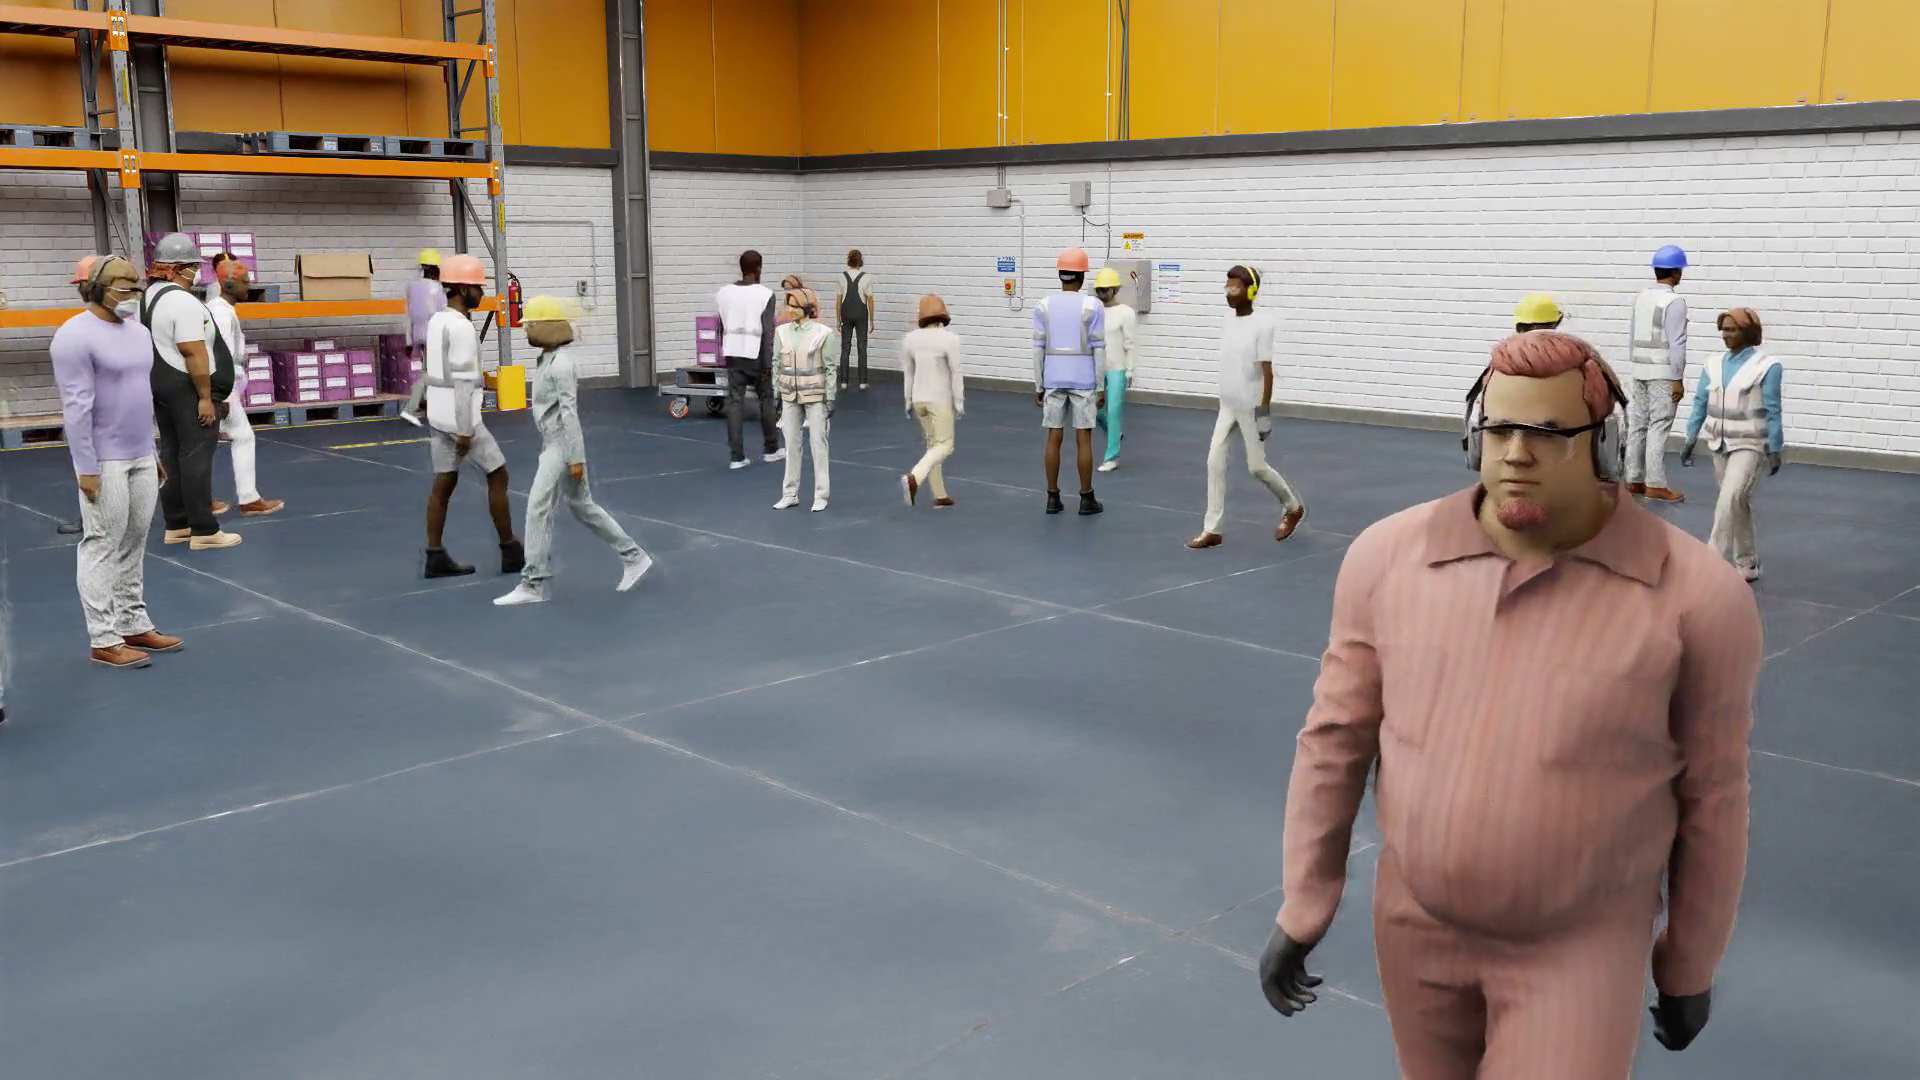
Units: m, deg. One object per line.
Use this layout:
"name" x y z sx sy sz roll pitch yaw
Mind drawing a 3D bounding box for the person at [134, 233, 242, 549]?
"person" -5.002 -0.970 10.831 0.689 2.000 0.538 9 14 40

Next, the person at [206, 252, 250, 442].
"person" -7.194 -1.887 16.341 0.545 1.854 0.498 -8 13 -37

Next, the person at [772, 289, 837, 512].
"person" -1.143 -1.025 12.238 0.515 1.636 0.314 4 11 23

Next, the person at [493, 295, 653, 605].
"person" -2.157 -0.510 9.252 0.869 1.707 0.481 -4 11 -21

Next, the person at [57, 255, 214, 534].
"person" -5.727 -1.009 11.470 0.962 1.901 0.544 -6 12 -28

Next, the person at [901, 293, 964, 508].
"person" -0.235 -1.001 12.185 0.510 1.605 0.640 8 13 37

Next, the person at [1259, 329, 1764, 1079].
"person" 0.790 0.632 2.550 0.650 1.879 0.812 8 13 38

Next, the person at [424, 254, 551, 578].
"person" -2.856 -0.729 9.899 0.842 1.907 0.547 -8 13 -38

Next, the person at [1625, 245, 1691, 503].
"person" 5.330 -1.262 12.677 0.394 1.946 0.616 -2 11 -9

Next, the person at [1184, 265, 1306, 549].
"person" 1.892 -0.866 10.829 0.875 1.845 0.524 -6 12 -31

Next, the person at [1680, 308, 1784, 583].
"person" 4.346 -0.512 9.496 0.801 1.598 0.546 -4 11 -22

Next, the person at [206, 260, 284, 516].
"person" -5.267 -1.072 11.945 0.657 1.848 0.578 -6 12 -30

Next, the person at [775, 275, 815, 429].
"person" -1.765 -1.946 17.319 0.776 1.597 0.561 -10 14 -43

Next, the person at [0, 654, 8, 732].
"person" -4.042 -0.022 6.319 0.605 1.786 0.905 2 11 9

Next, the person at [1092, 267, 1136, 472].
"person" 1.314 -1.475 14.386 0.536 1.755 0.517 8 13 36

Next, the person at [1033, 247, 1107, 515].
"person" 0.802 -1.145 12.068 0.544 1.939 0.372 4 11 21

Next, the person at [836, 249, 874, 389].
"person" -1.380 -2.896 21.909 0.508 1.841 0.346 1 10 5

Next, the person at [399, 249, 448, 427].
"person" -5.692 -2.162 17.783 0.603 1.885 0.980 7 12 32

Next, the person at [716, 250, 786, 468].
"person" -1.837 -1.604 14.718 0.604 1.879 0.879 3 11 18

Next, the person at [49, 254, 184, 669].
"person" -3.982 -0.372 7.872 0.379 1.933 0.629 1 10 6

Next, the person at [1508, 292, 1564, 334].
"person" 3.054 -0.458 8.923 0.903 1.715 0.557 -1 10 -6
